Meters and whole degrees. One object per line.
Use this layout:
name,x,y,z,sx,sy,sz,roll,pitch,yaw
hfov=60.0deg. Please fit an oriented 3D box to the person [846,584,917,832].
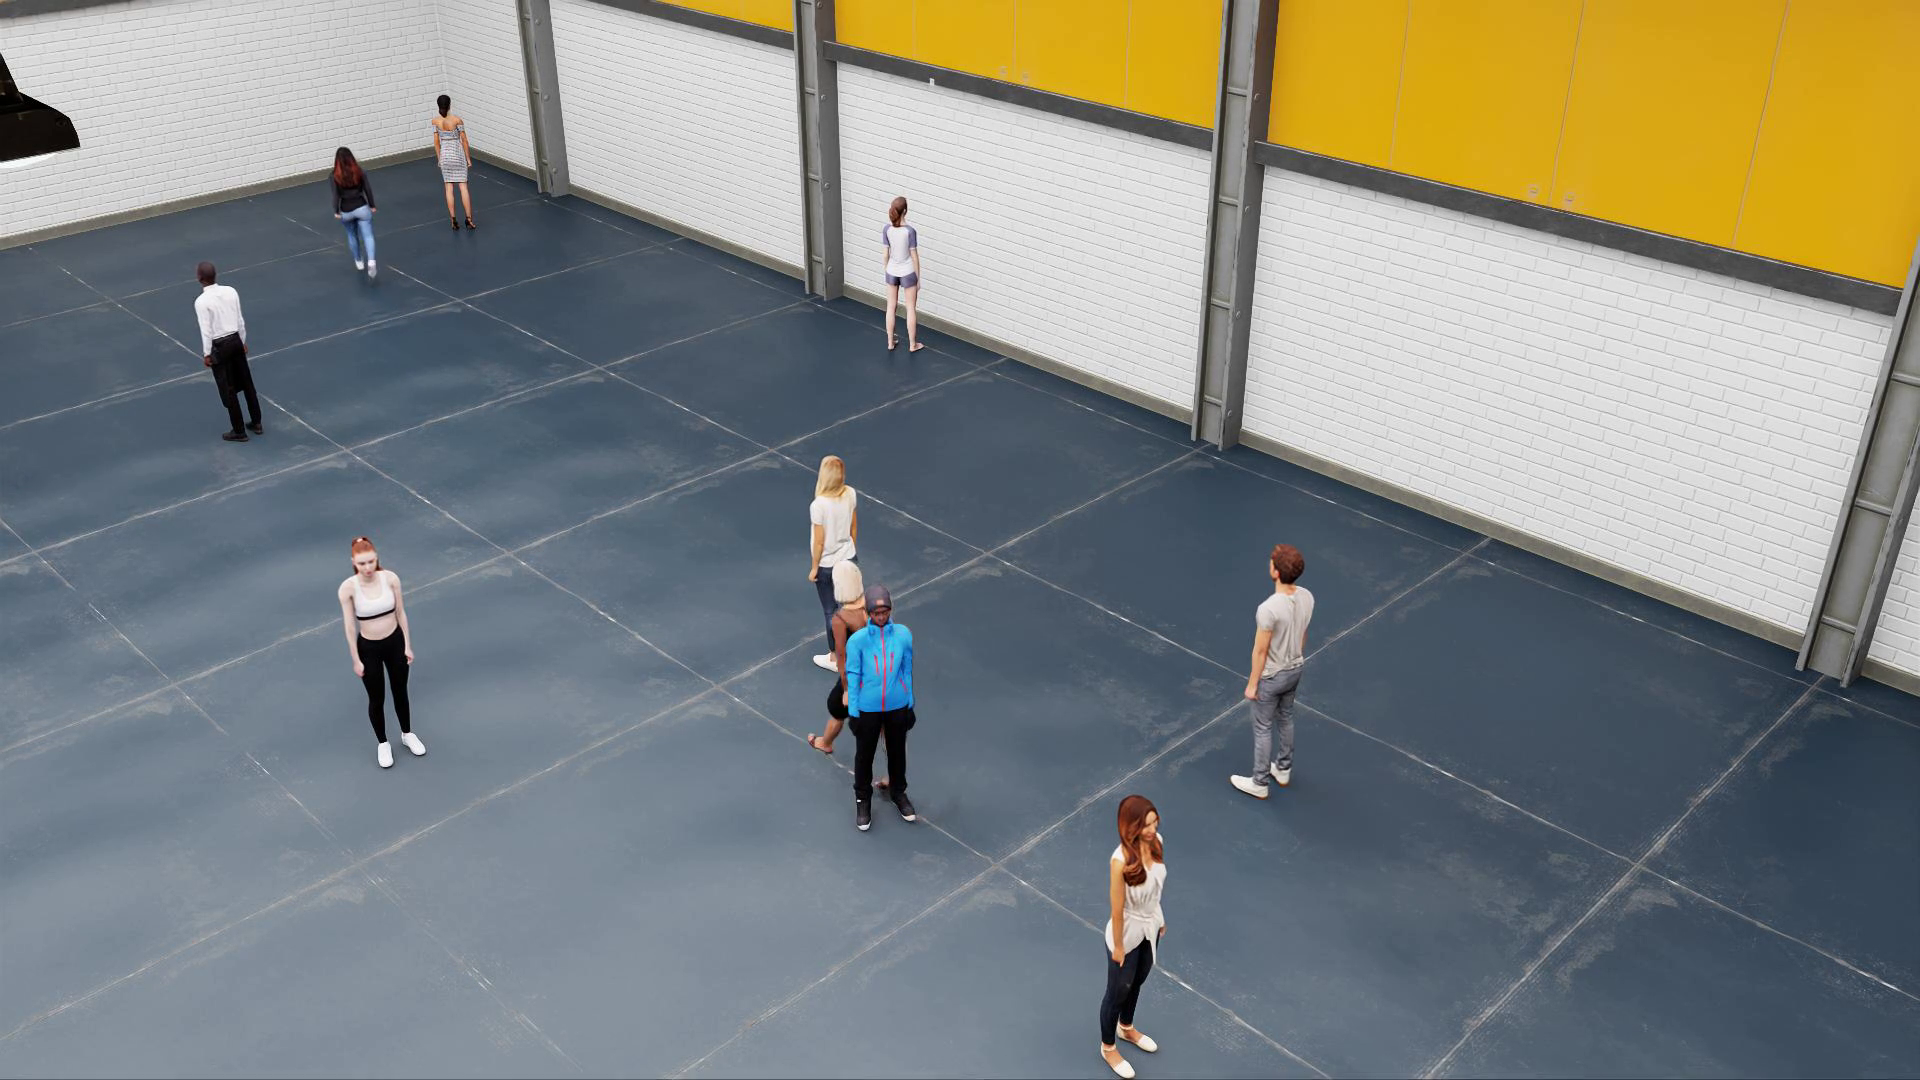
person,-0.525,1.090,11.067,0.694,1.794,0.693,-9,30,-16

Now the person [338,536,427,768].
person,-4.077,0.773,11.703,0.617,1.741,0.571,-19,34,-31

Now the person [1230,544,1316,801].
person,2.159,0.899,11.312,0.658,1.895,0.563,-23,36,-35

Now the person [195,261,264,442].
person,-7.259,-1.873,16.455,0.632,1.837,0.695,15,32,25

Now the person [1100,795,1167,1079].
person,0.940,2.146,9.141,0.539,1.785,0.591,22,36,35

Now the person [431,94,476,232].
person,-6.808,-5.069,22.329,0.678,1.822,0.733,-1,29,-1

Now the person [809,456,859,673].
person,-0.940,0.173,12.734,0.604,1.808,0.499,-24,37,-37

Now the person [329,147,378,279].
person,-7.516,-4.052,20.692,0.914,1.605,1.159,-11,30,-19

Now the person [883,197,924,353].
person,-0.654,-2.961,18.520,0.638,1.768,0.728,9,30,16

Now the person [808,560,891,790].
person,-0.621,0.997,11.358,1.107,1.680,0.646,23,36,35
